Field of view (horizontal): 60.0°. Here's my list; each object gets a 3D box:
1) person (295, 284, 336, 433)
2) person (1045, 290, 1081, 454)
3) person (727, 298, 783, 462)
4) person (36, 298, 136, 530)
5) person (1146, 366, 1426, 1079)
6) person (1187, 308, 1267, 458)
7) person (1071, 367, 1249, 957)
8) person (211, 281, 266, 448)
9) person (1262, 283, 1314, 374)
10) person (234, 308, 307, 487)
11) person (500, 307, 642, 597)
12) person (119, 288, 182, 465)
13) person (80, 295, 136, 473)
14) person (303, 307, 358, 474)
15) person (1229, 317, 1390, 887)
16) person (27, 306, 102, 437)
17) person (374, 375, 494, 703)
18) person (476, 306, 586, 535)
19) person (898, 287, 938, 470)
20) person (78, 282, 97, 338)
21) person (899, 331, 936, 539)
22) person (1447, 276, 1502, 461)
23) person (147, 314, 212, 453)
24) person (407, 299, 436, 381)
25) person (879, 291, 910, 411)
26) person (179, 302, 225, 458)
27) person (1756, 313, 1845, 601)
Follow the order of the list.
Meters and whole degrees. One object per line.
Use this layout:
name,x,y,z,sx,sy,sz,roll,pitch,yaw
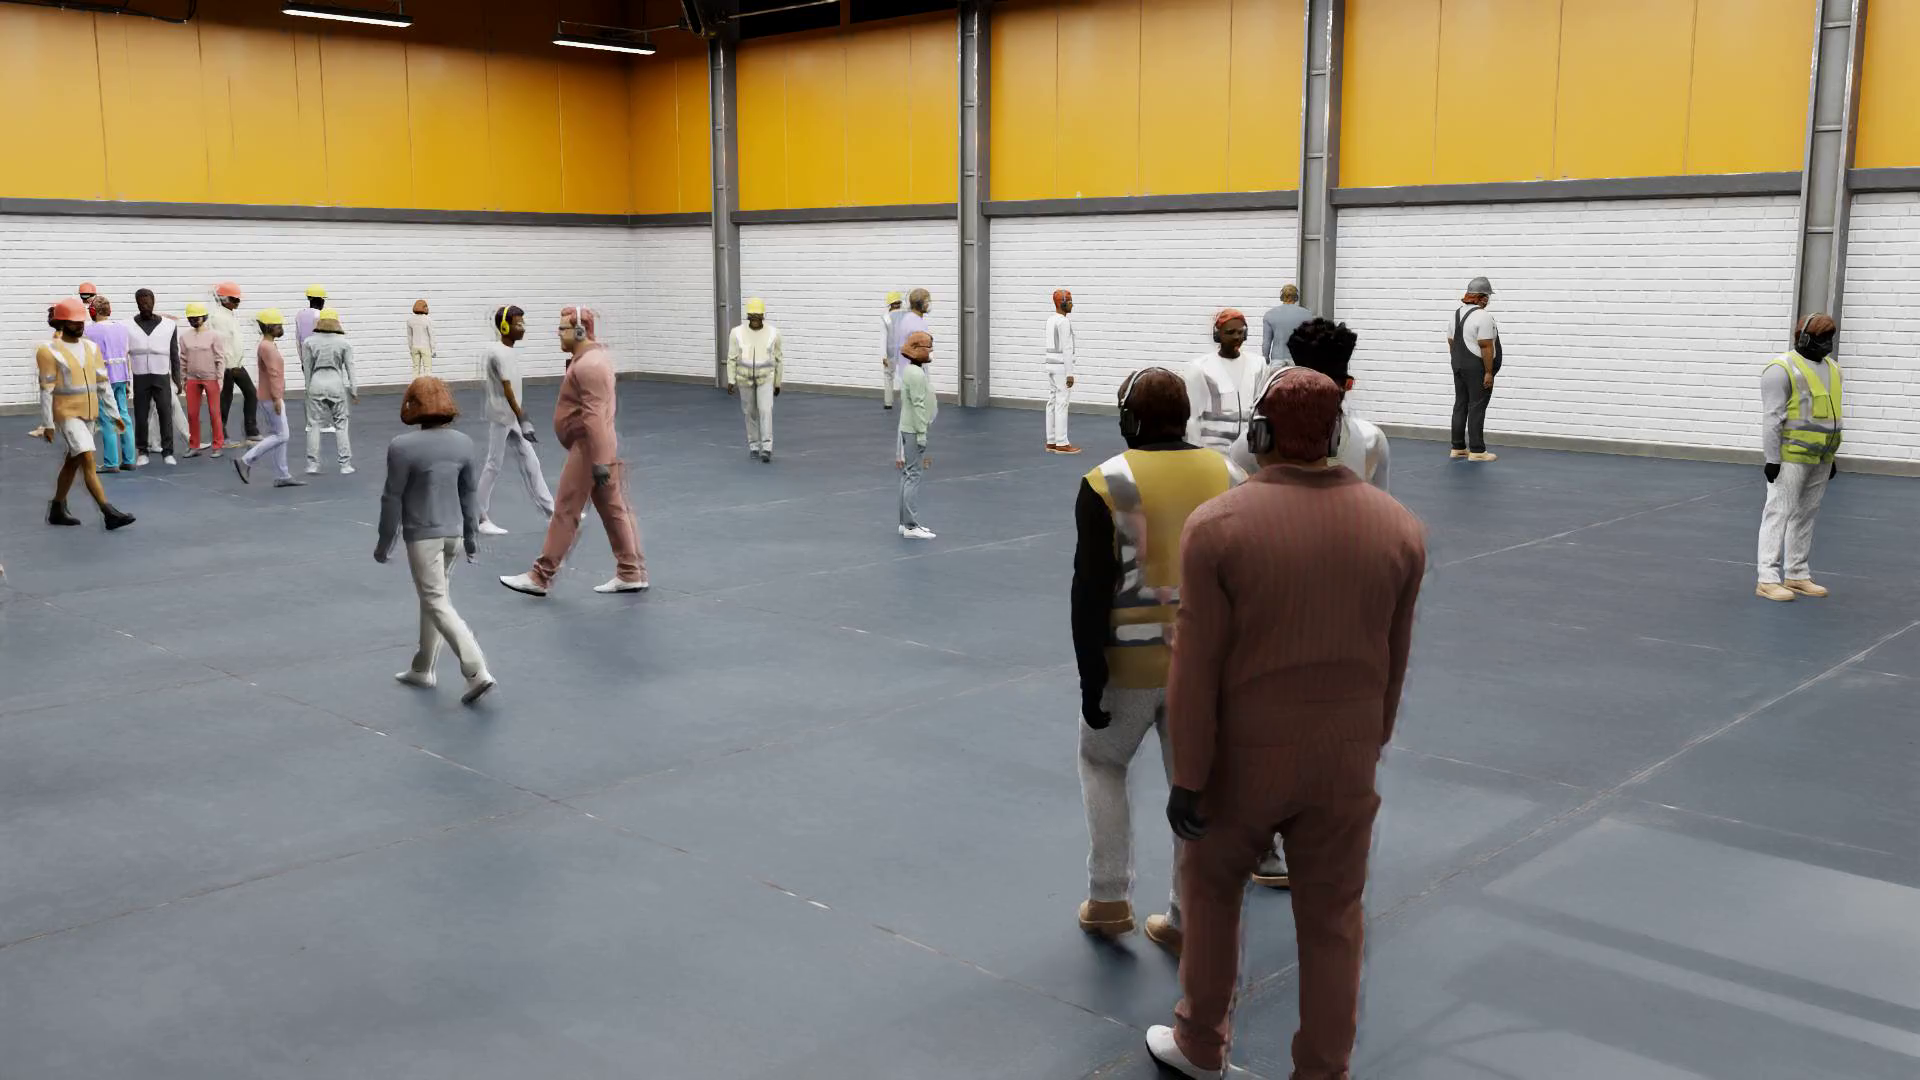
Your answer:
person,-8.307,-2.341,21.513,0.591,1.925,0.385,5,11,29
person,1.169,-1.935,19.160,0.356,1.882,0.574,-3,10,-19
person,-2.261,-1.747,18.278,0.599,1.793,0.885,0,9,-1
person,-7.172,-1.025,13.571,0.996,1.883,0.566,3,10,19
person,0.785,0.508,4.171,0.671,1.879,0.760,-2,9,-12
person,1.766,-0.580,10.905,0.598,1.864,0.414,-3,10,-18
person,0.594,0.377,5.184,0.631,1.819,0.616,-3,10,-18
person,-8.514,-2.062,19.661,0.776,1.962,0.638,-1,9,-8
person,4.097,-2.232,20.813,0.635,1.936,0.353,2,10,15
person,-6.675,-1.359,16.018,0.565,1.749,0.541,-4,10,-23
person,-2.524,-0.556,10.728,0.948,1.866,0.677,-1,9,-7
person,-8.760,-1.761,18.001,0.595,1.921,0.377,-5,10,-27
person,-8.844,-1.612,17.292,0.374,1.843,0.568,3,10,17
person,-6.533,-1.530,17.168,0.591,1.721,0.471,-3,10,-16
person,1.216,0.218,5.744,0.634,1.961,0.379,-3,10,-18
person,-11.337,-2.126,21.046,0.857,1.652,0.540,-7,11,-35
person,-2.573,-0.012,8.215,0.809,1.602,0.498,5,11,29
person,-3.487,-0.930,13.206,0.961,1.814,0.507,1,9,4
person,-0.420,-1.685,17.488,0.512,1.921,0.661,-2,9,-9
person,-12.588,-2.764,24.108,0.546,1.929,0.388,0,9,0
person,-0.338,-0.832,13.160,0.278,1.631,0.505,-1,9,-9
person,5.757,-1.906,18.498,0.539,2.000,0.688,-3,10,-17
person,-8.997,-1.779,19.063,0.808,1.600,0.512,-2,9,-12
person,-8.697,-3.068,26.884,0.500,1.629,0.270,3,10,17
person,-0.900,-2.776,24.575,0.584,1.804,0.827,-3,10,-20
person,-8.517,-1.793,18.690,0.529,1.760,0.327,1,9,4
person,5.415,-0.532,10.689,0.633,1.839,0.429,-5,10,-26
